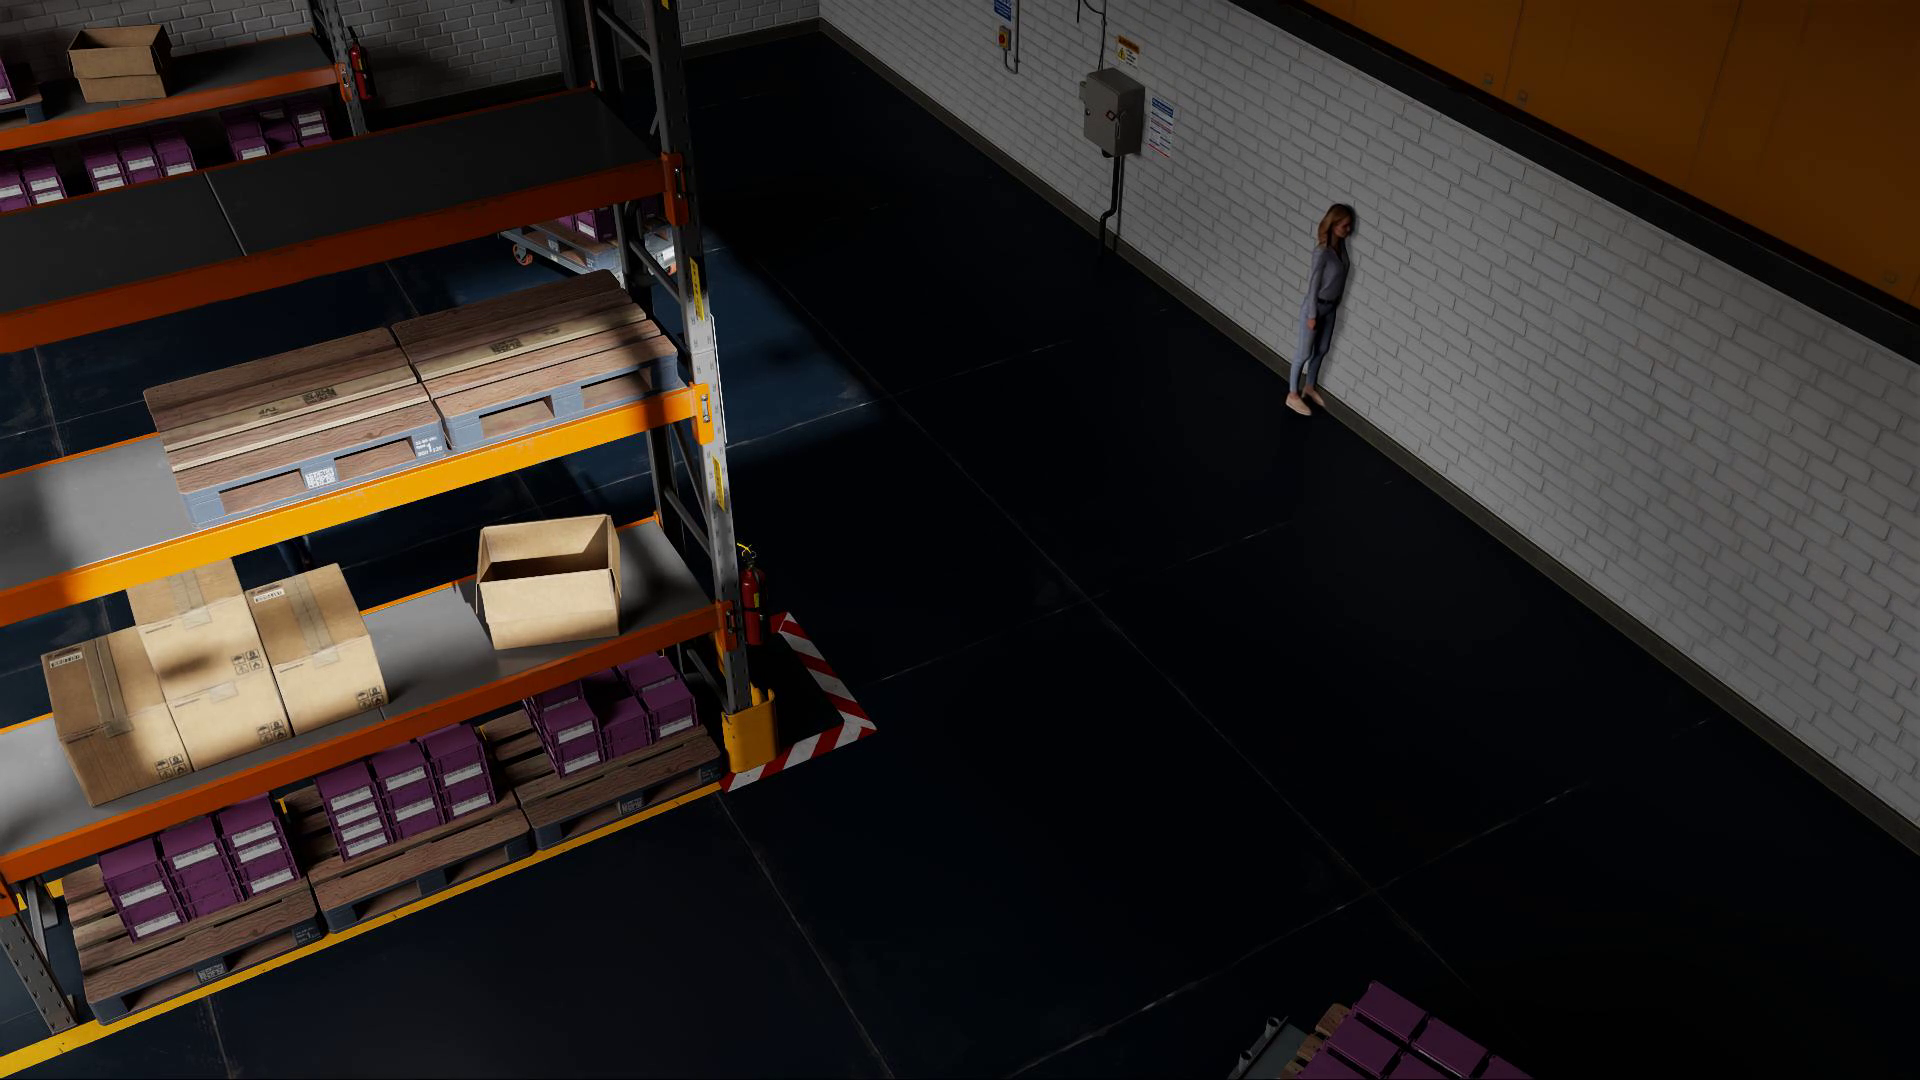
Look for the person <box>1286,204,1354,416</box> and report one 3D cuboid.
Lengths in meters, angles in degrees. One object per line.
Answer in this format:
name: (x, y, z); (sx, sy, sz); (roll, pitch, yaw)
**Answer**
person: (2.824, -1.814, 13.017); (0.500, 1.795, 0.677); (-28, 46, -30)
